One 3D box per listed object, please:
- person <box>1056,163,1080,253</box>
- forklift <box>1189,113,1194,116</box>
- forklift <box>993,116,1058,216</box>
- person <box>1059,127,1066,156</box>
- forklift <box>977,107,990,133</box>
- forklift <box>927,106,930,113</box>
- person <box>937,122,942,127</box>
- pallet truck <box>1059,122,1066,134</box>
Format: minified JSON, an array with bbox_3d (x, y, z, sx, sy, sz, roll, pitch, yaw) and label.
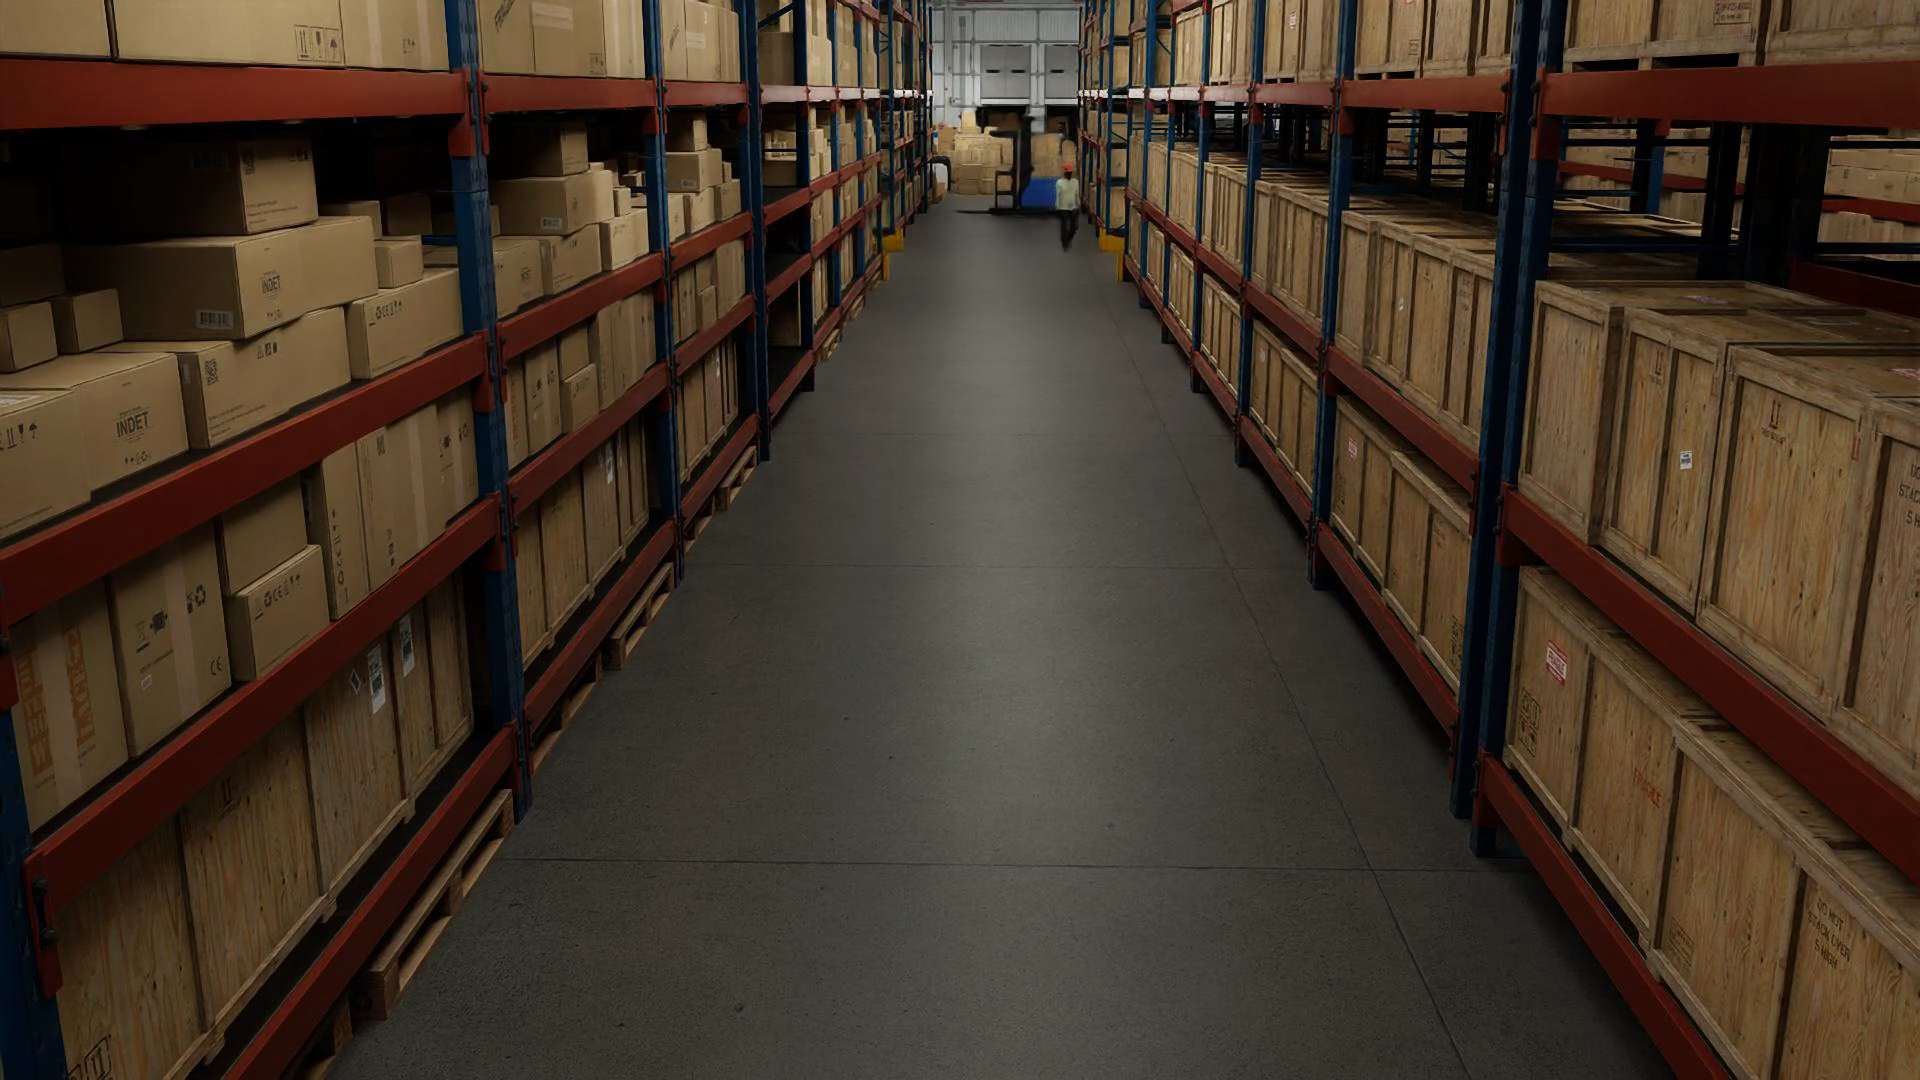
[{"bbox_3d":[2.401,-7.379,36.966,0.623,1.982,0.431,-6,16,-21],"label":"person"},{"bbox_3d":[8.045,-13.284,57.216,1.129,2.768,1.873,0,15,1],"label":"forklift"},{"bbox_3d":[1.893,-10.737,47.742,1.873,2.768,1.129,0,15,2],"label":"forklift"},{"bbox_3d":[4.833,-18.777,79.529,0.965,1.905,0.643,6,16,21],"label":"person"},{"bbox_3d":[1.156,-19.846,81.631,1.873,2.768,1.129,-6,16,-20],"label":"forklift"},{"bbox_3d":[-2.001,-20.667,84.687,1.129,2.768,1.873,0,15,2],"label":"forklift"},{"bbox_3d":[-0.920,-22.109,91.933,0.731,1.904,0.567,-9,18,-31],"label":"person"},{"bbox_3d":[5.788,-21.111,88.014,1.885,1.965,0.823,5,16,18],"label":"pallet truck"}]
